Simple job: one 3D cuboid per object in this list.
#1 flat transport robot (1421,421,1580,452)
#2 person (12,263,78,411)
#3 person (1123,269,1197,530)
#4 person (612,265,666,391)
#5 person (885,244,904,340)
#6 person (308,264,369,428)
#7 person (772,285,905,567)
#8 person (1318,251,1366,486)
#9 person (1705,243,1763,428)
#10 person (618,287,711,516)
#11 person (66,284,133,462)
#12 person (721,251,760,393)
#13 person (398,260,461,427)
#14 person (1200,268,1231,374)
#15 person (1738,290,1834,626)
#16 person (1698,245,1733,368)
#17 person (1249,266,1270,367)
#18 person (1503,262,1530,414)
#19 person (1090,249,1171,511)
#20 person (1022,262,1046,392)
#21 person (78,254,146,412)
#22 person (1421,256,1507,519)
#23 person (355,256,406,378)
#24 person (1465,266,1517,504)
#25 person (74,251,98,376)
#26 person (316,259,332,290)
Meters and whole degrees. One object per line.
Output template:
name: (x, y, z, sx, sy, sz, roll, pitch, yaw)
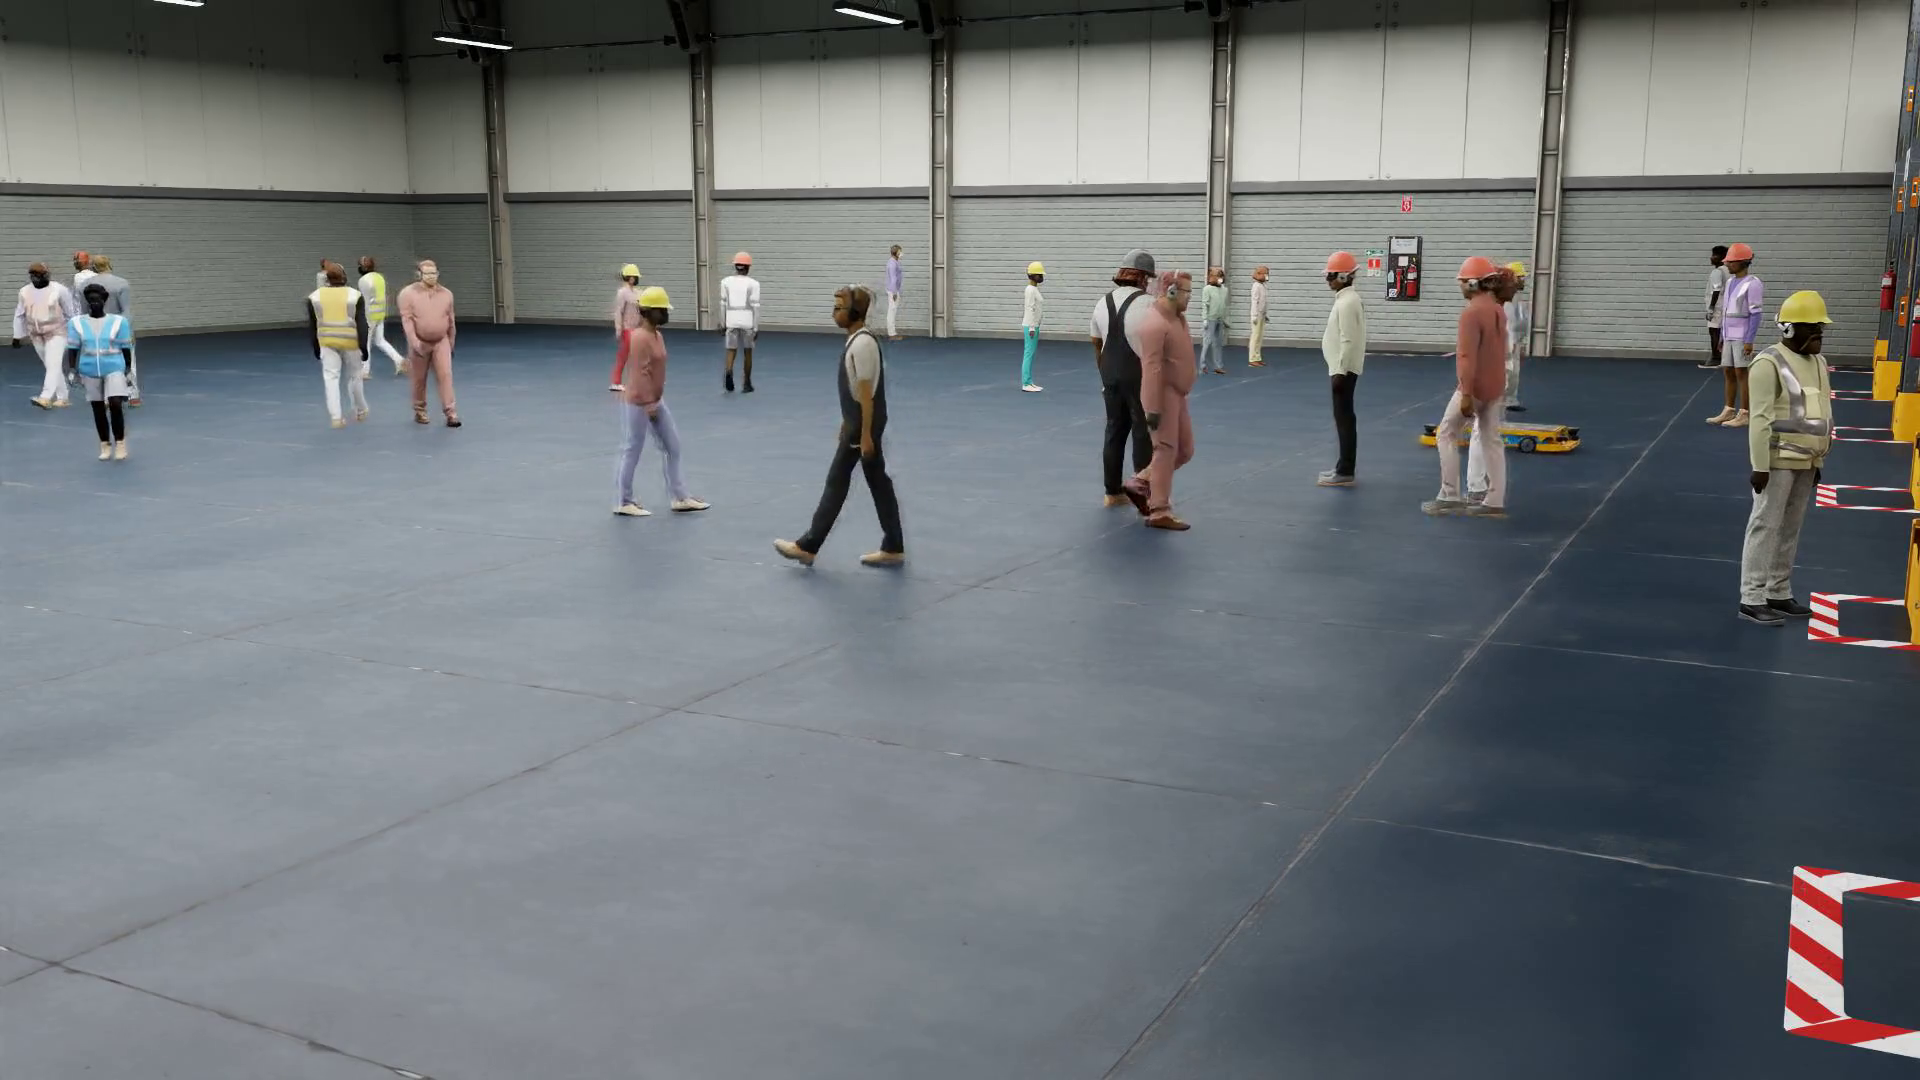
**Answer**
flat transport robot: (5.436, -1.056, 16.718, 1.431, 0.197, 0.652, 6, 12, 28)
person: (-11.203, -2.482, 20.344, 0.655, 1.783, 0.981, 1, 10, 4)
person: (1.479, -1.018, 12.098, 0.487, 1.886, 0.667, 4, 11, 22)
person: (-4.397, -2.867, 22.628, 0.895, 1.723, 0.527, 2, 11, 12)
person: (-1.339, -5.061, 34.010, 0.377, 1.940, 0.629, 0, 10, -2)
person: (-6.964, -2.192, 18.742, 0.654, 1.794, 0.927, -1, 10, -8)
person: (-0.770, -0.710, 10.635, 0.906, 1.805, 0.539, 0, 10, 1)
person: (3.246, -1.454, 14.191, 0.401, 1.989, 0.623, 3, 11, 15)
person: (8.607, -2.262, 18.465, 0.393, 2.040, 0.611, -1, 10, -5)
person: (-2.265, -1.027, 12.548, 0.779, 1.736, 0.539, 2, 11, 12)
person: (-8.070, -1.554, 15.604, 0.545, 1.676, 0.671, -3, 11, -15)
person: (-2.971, -2.909, 22.354, 0.570, 1.912, 0.734, 1, 10, 7)
person: (-5.933, -2.191, 18.612, 0.623, 1.852, 0.982, -6, 12, -31)
person: (3.919, -3.363, 25.611, 0.569, 1.621, 0.386, -7, 12, -32)
person: (4.563, -0.450, 9.152, 0.601, 1.830, 0.404, -7, 13, -34)
person: (12.166, -3.744, 26.747, 0.361, 1.964, 0.614, 9, 14, 41)
person: (4.891, -3.641, 27.119, 0.280, 1.628, 0.496, 6, 12, 29)
person: (6.521, -2.408, 19.864, 0.588, 1.820, 0.606, 3, 11, 17)
person: (1.383, -1.258, 12.990, 0.536, 2.000, 0.676, -10, 14, -42)
person: (1.019, -2.911, 22.759, 0.326, 1.767, 0.533, 2, 11, 8)
person: (-10.337, -2.535, 20.348, 0.667, 1.897, 0.782, 0, 10, 0)
person: (3.849, -1.148, 12.584, 0.647, 1.962, 0.751, -10, 14, -43)
person: (-8.703, -3.304, 24.738, 0.771, 1.821, 0.635, 2, 11, 12)
person: (4.229, -1.230, 13.264, 0.337, 1.882, 0.584, 3, 11, 17)
person: (-13.229, -3.427, 25.246, 0.346, 1.882, 0.578, 0, 10, -2)
person: (-13.098, -5.002, 34.493, 0.308, 1.645, 0.517, 7, 12, 33)
